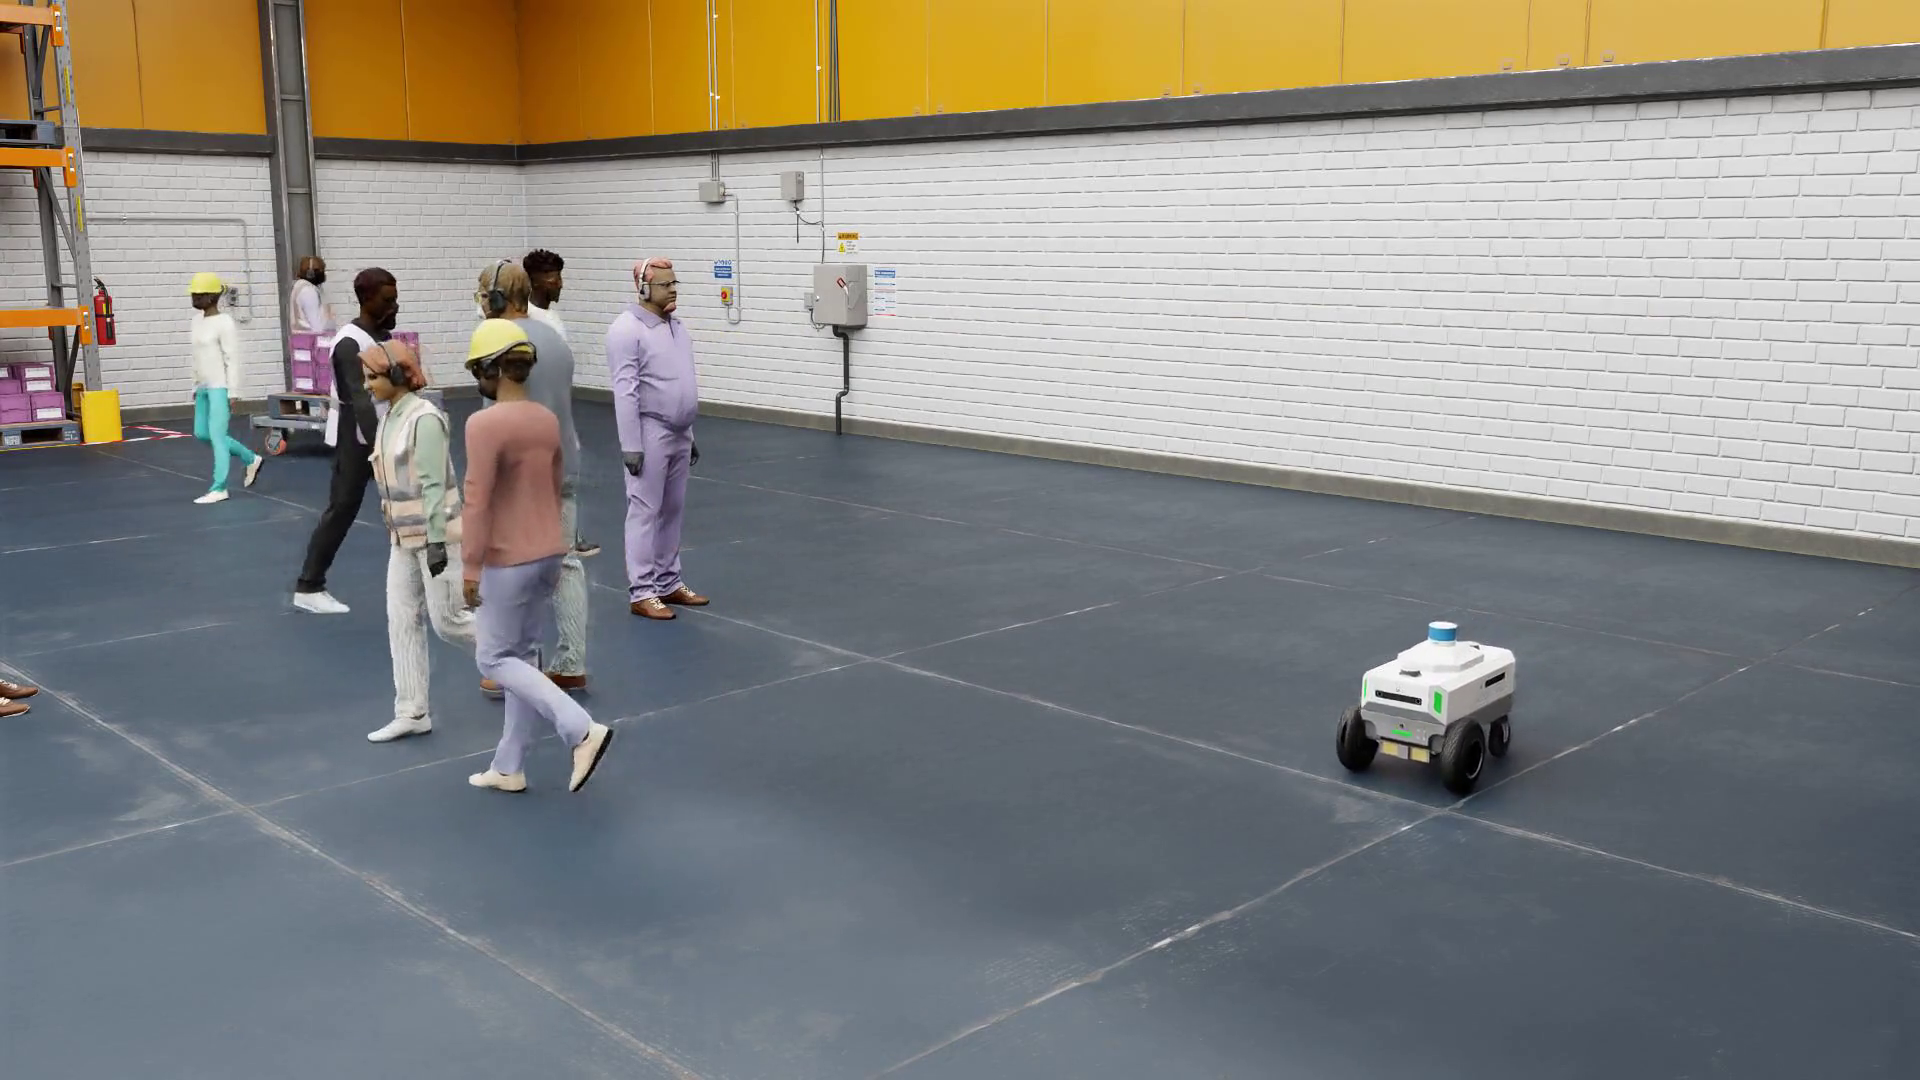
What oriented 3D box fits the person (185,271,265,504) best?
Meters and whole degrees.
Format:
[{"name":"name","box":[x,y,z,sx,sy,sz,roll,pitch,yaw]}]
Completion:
[{"name":"person","box":[-5.639,-1.170,12.694,0.538,1.753,0.559,8,13,38]}]

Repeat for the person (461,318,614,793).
[{"name":"person","box":[-1.527,0.078,5.979,0.601,1.733,0.563,4,11,20]}]

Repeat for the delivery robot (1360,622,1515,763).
[{"name":"delivery robot","box":[1.822,0.555,6.316,0.477,0.478,0.707,9,13,40]}]

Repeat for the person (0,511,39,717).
[{"name":"person","box":[-4.171,-0.187,7.034,0.310,1.868,0.534,-4,11,-21]}]

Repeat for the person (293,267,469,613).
[{"name":"person","box":[-3.117,-0.504,8.817,1.050,1.863,0.578,2,11,9]}]

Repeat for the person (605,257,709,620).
[{"name":"person","box":[-1.592,-0.544,8.880,0.407,1.908,0.642,4,11,20]}]

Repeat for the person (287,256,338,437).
[{"name":"person","box":[-6.470,-1.899,16.504,0.652,1.823,0.656,-5,12,-25]}]

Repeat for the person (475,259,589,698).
[{"name":"person","box":[-1.902,-0.251,7.257,0.567,1.914,0.649,4,11,23]}]

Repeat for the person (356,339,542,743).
[{"name":"person","box":[-2.086,-0.010,6.738,0.672,1.613,0.550,-9,14,-40]}]

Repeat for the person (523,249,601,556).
[{"name":"person","box":[-2.692,-0.856,10.462,0.745,1.943,0.610,3,11,18]}]
